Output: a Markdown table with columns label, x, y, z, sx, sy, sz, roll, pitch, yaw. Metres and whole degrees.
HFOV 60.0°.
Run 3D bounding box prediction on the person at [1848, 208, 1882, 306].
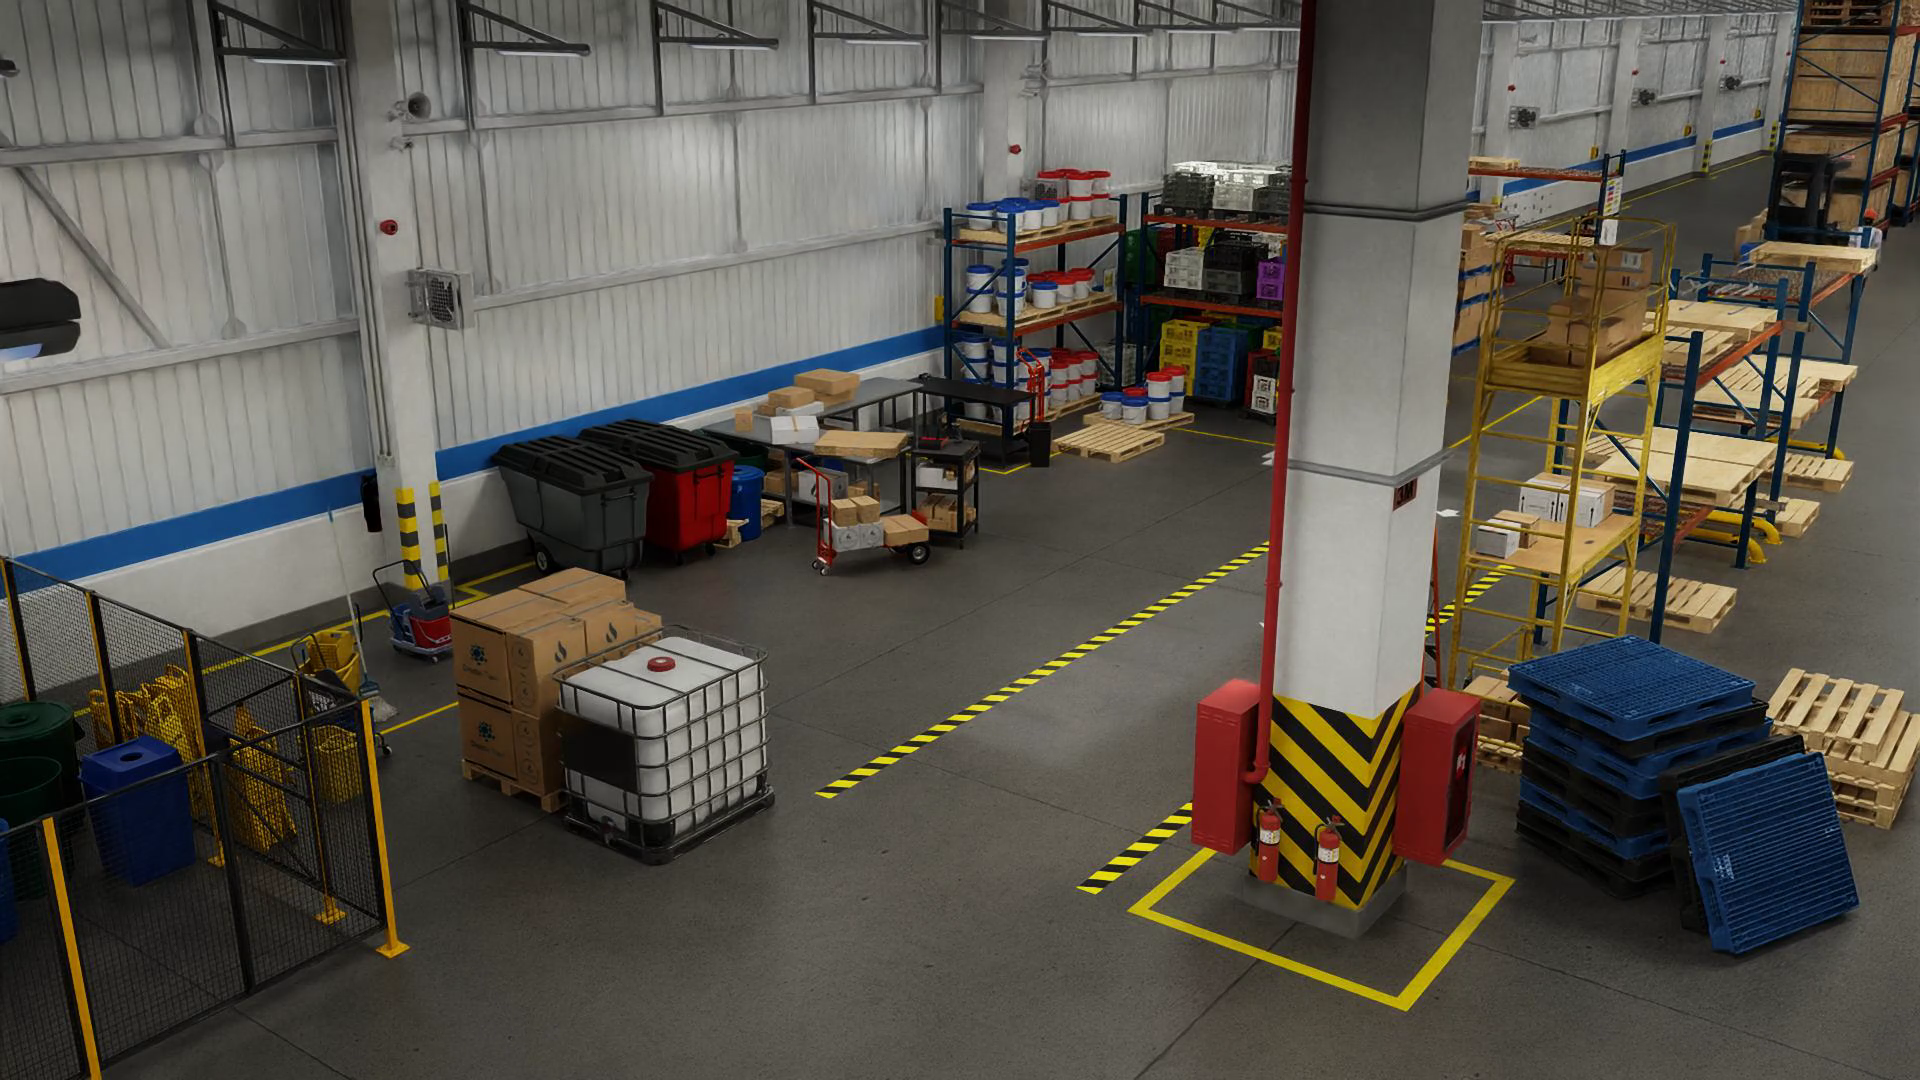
| label | x | y | z | sx | sy | sz | roll | pitch | yaw |
| --- | --- | --- | --- | --- | --- | --- | --- | --- | --- |
| person | 17.005 | -5.293 | 31.362 | 0.554 | 1.911 | 0.841 | 12 | 21 | 32 |

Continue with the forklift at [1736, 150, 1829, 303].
| label | x | y | z | sx | sy | sz | roll | pitch | yaw |
| --- | --- | --- | --- | --- | --- | --- | --- | --- | --- |
| forklift | 16.204 | -6.163 | 32.482 | 1.873 | 2.768 | 1.129 | -14 | 23 | -37 |
